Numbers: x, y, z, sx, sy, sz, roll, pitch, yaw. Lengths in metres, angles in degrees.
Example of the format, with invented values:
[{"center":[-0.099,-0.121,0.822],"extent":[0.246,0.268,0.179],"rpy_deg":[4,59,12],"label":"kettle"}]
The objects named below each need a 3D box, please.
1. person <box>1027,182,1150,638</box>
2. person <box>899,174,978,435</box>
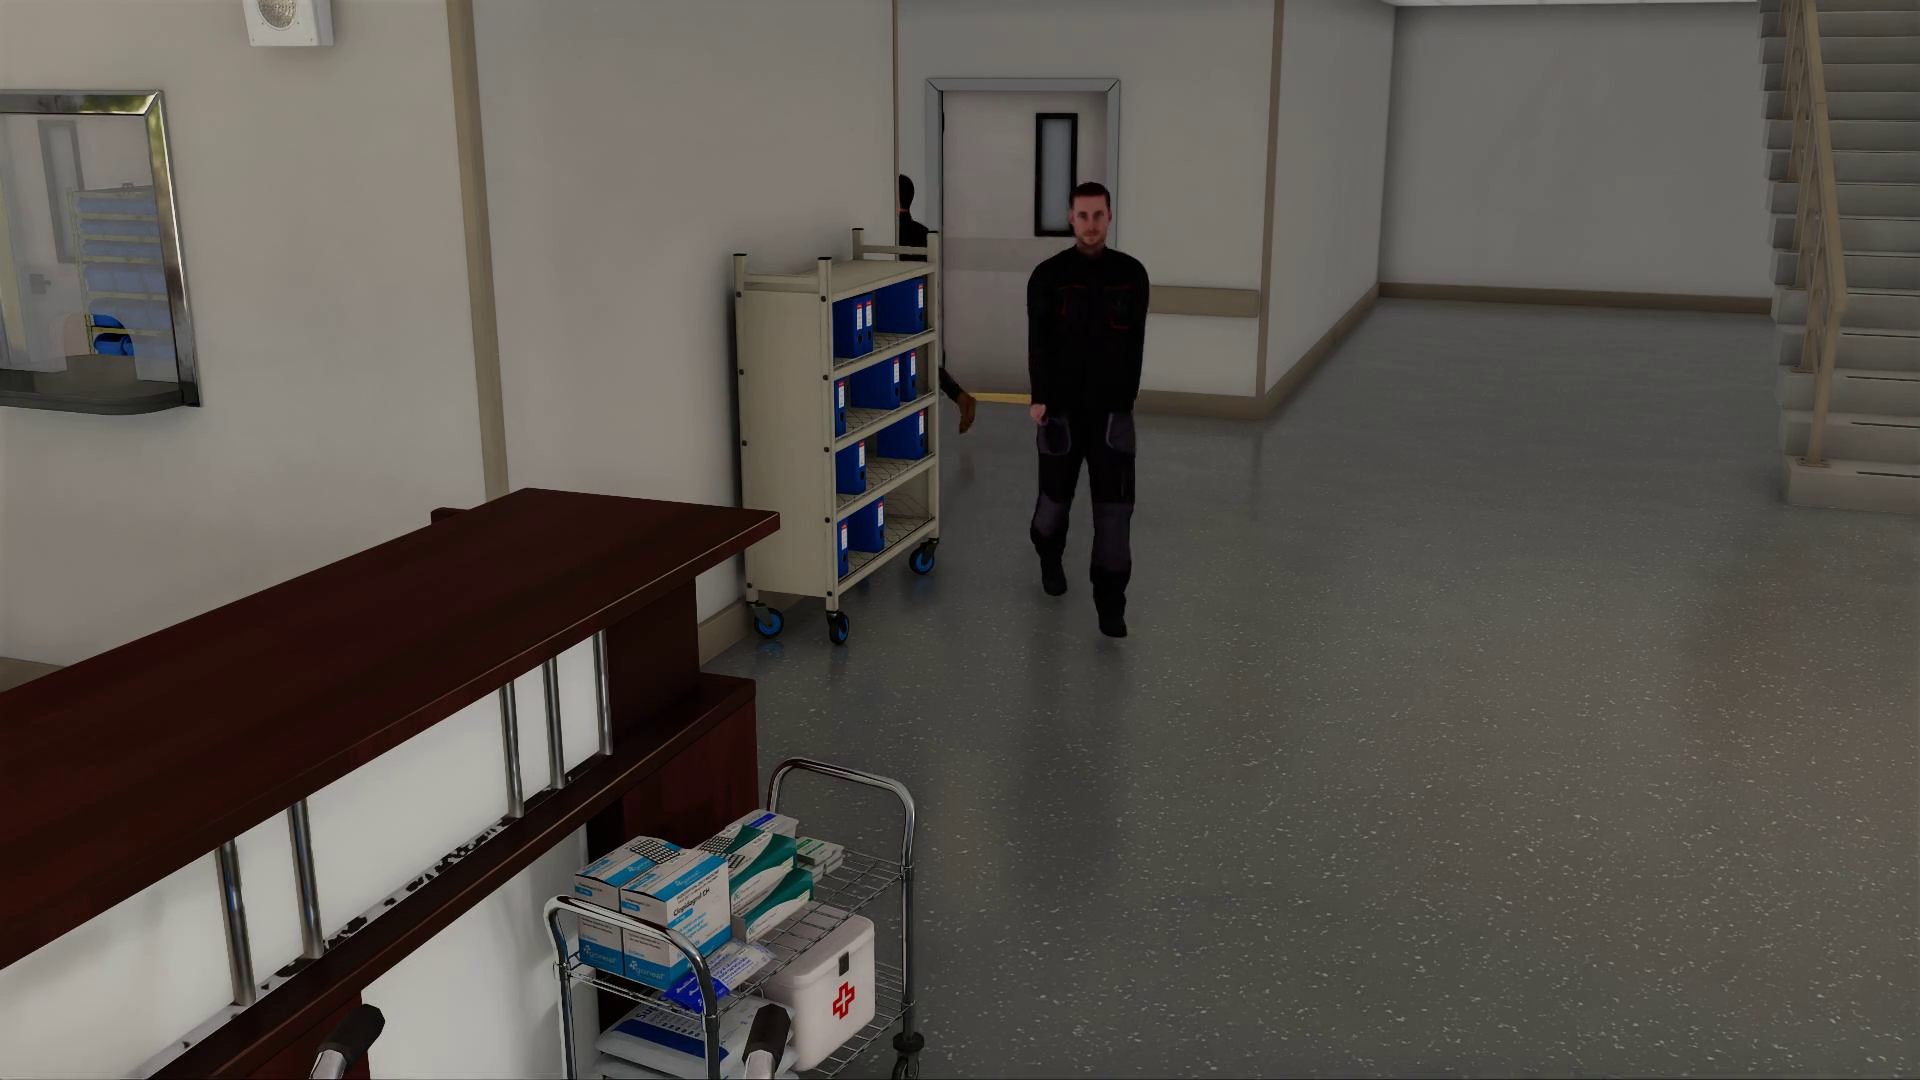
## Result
[{"center":[0.517,-0.572,7.215],"extent":[1.021,1.870,1.327],"rpy_deg":[-1,16,-3],"label":"person"},{"center":[-0.256,-1.466,10.699],"extent":[0.788,1.701,0.939],"rpy_deg":[9,18,28],"label":"person"}]
